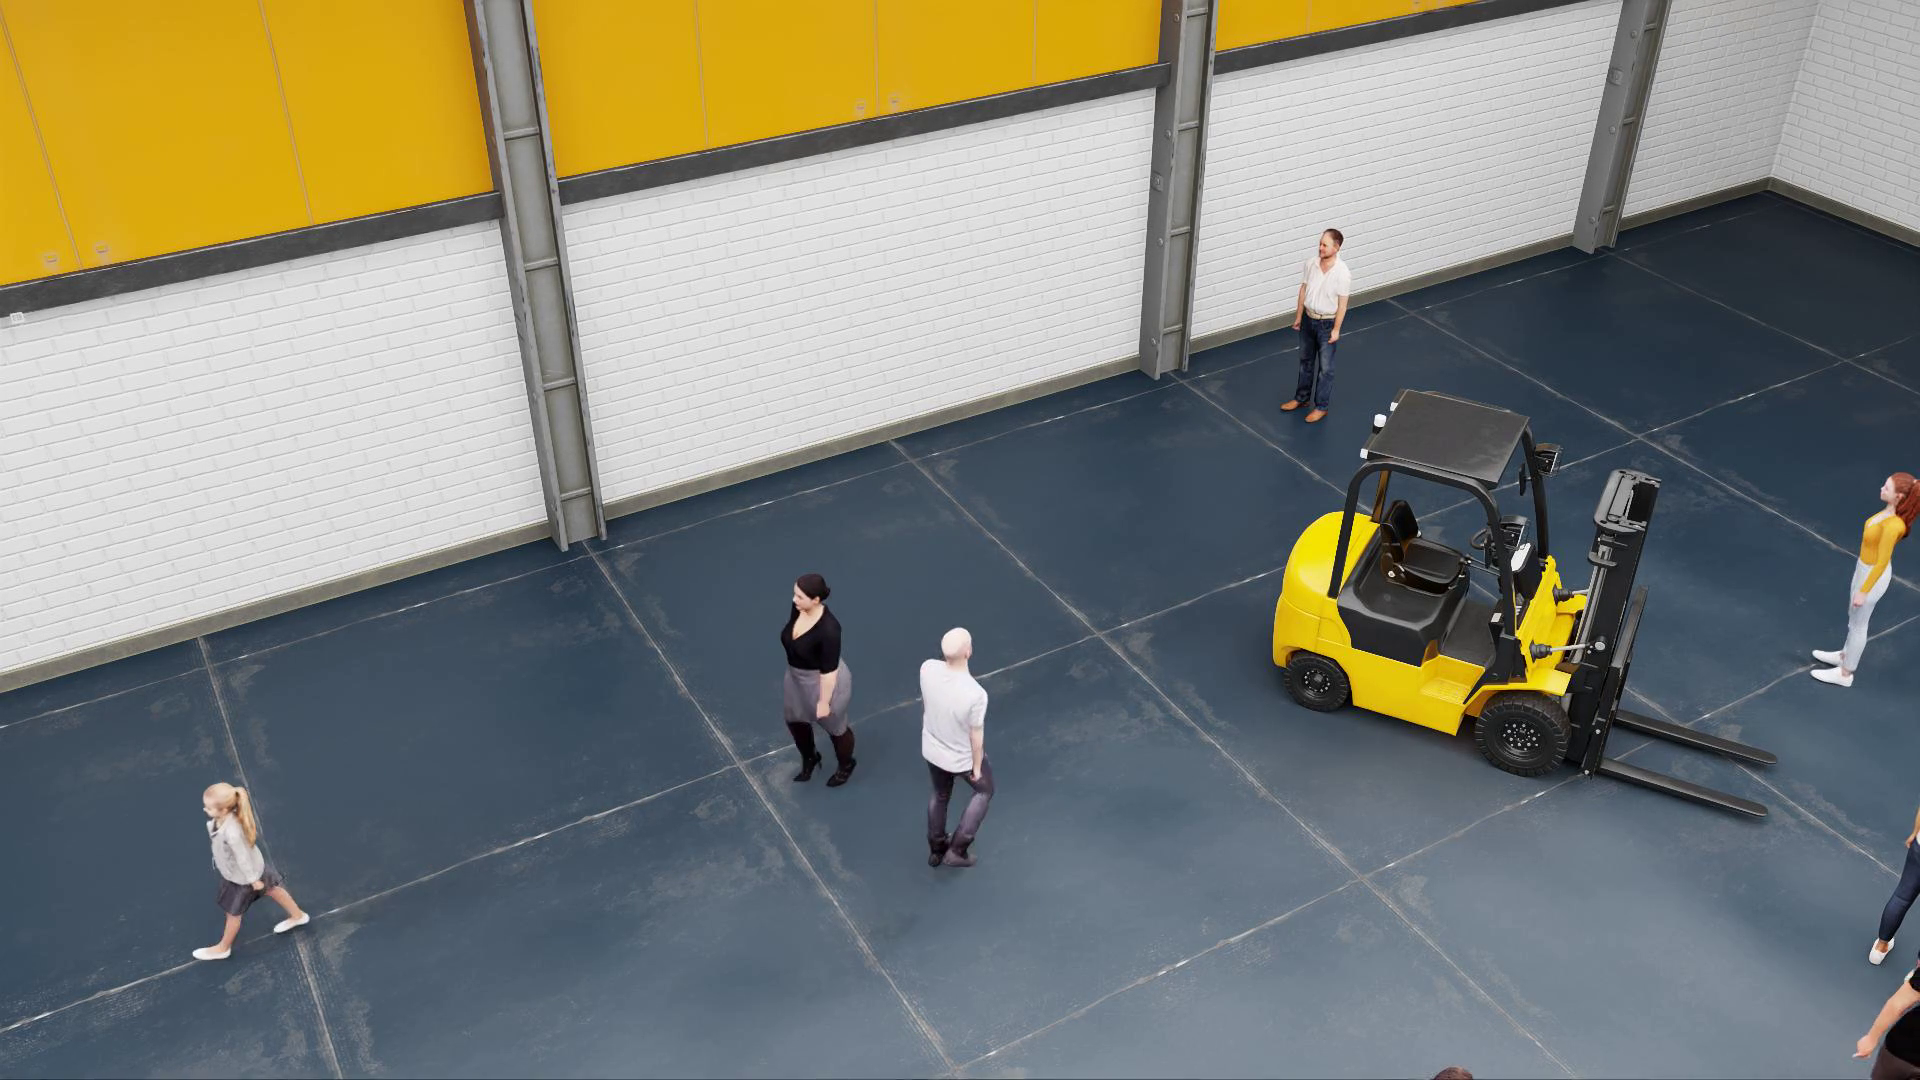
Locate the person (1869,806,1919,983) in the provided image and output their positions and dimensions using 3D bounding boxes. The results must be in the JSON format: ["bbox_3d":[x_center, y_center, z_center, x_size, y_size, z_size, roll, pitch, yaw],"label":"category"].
[{"bbox_3d":[5.639,1.814,9.518,0.525,1.806,0.619,-21,39,-29],"label":"person"}]

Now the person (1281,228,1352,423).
[{"bbox_3d":[3.311,-1.992,15.199,0.625,1.856,0.694,-24,41,-32],"label":"person"}]

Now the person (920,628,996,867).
[{"bbox_3d":[-0.101,1.343,10.217,0.791,1.818,0.811,22,39,29],"label":"person"}]

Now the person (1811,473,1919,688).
[{"bbox_3d":[6.508,0.275,11.886,0.740,1.749,0.640,16,37,23],"label":"person"}]

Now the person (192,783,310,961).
[{"bbox_3d":[-4.190,1.921,9.867,0.898,1.241,0.574,-13,36,-19],"label":"person"}]

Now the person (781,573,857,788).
[{"bbox_3d":[-0.844,0.913,10.933,0.682,1.741,0.702,-22,40,-30],"label":"person"}]
